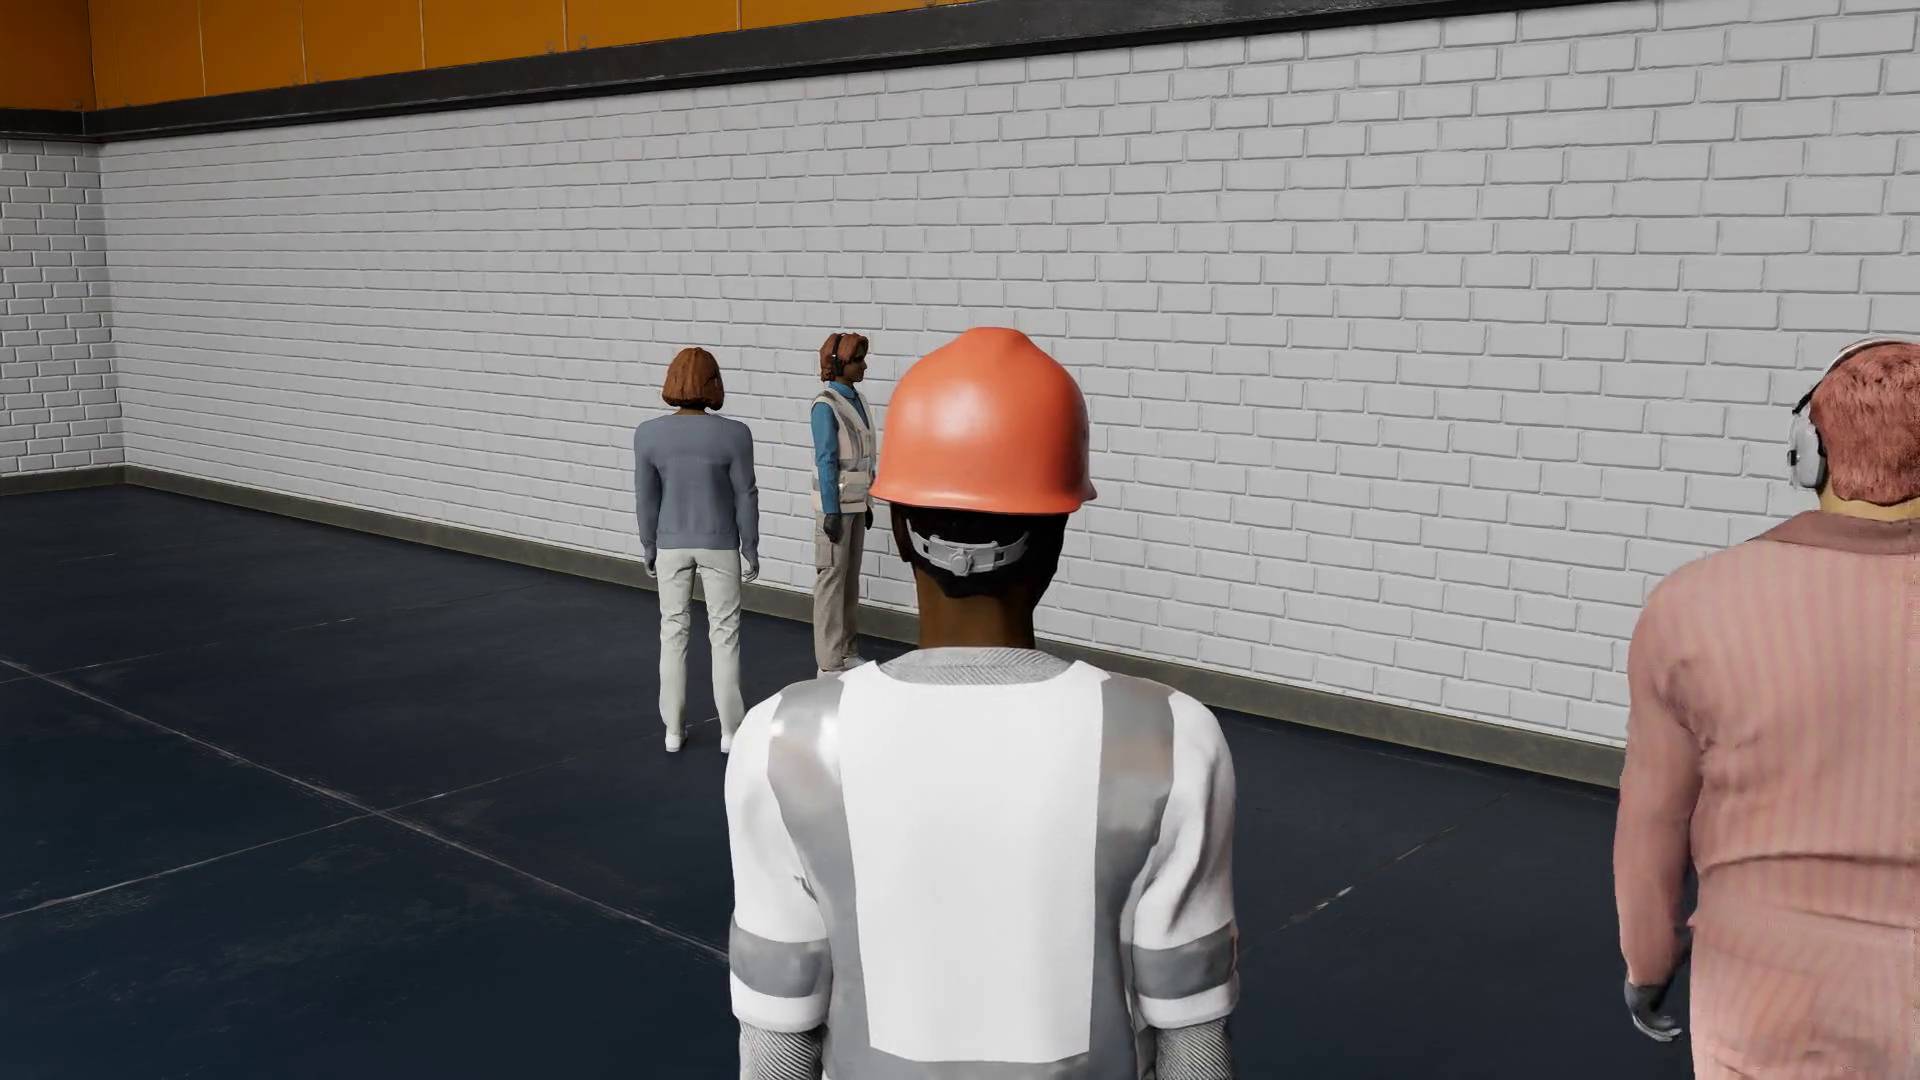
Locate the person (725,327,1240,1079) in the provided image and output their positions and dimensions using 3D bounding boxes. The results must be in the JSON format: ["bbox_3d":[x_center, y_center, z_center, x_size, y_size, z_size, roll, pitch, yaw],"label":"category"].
[{"bbox_3d":[0.027,0.741,1.853,0.542,1.939,0.362,1,10,4],"label":"person"}]

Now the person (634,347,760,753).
[{"bbox_3d":[-1.045,0.048,6.667,0.500,1.633,0.282,1,10,6],"label":"person"}]

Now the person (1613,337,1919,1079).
[{"bbox_3d":[1.327,0.646,2.502,0.658,1.888,0.643,4,11,23],"label":"person"}]

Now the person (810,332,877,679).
[{"bbox_3d":[-0.540,-0.141,7.723,0.307,1.640,0.518,3,10,14],"label":"person"}]
